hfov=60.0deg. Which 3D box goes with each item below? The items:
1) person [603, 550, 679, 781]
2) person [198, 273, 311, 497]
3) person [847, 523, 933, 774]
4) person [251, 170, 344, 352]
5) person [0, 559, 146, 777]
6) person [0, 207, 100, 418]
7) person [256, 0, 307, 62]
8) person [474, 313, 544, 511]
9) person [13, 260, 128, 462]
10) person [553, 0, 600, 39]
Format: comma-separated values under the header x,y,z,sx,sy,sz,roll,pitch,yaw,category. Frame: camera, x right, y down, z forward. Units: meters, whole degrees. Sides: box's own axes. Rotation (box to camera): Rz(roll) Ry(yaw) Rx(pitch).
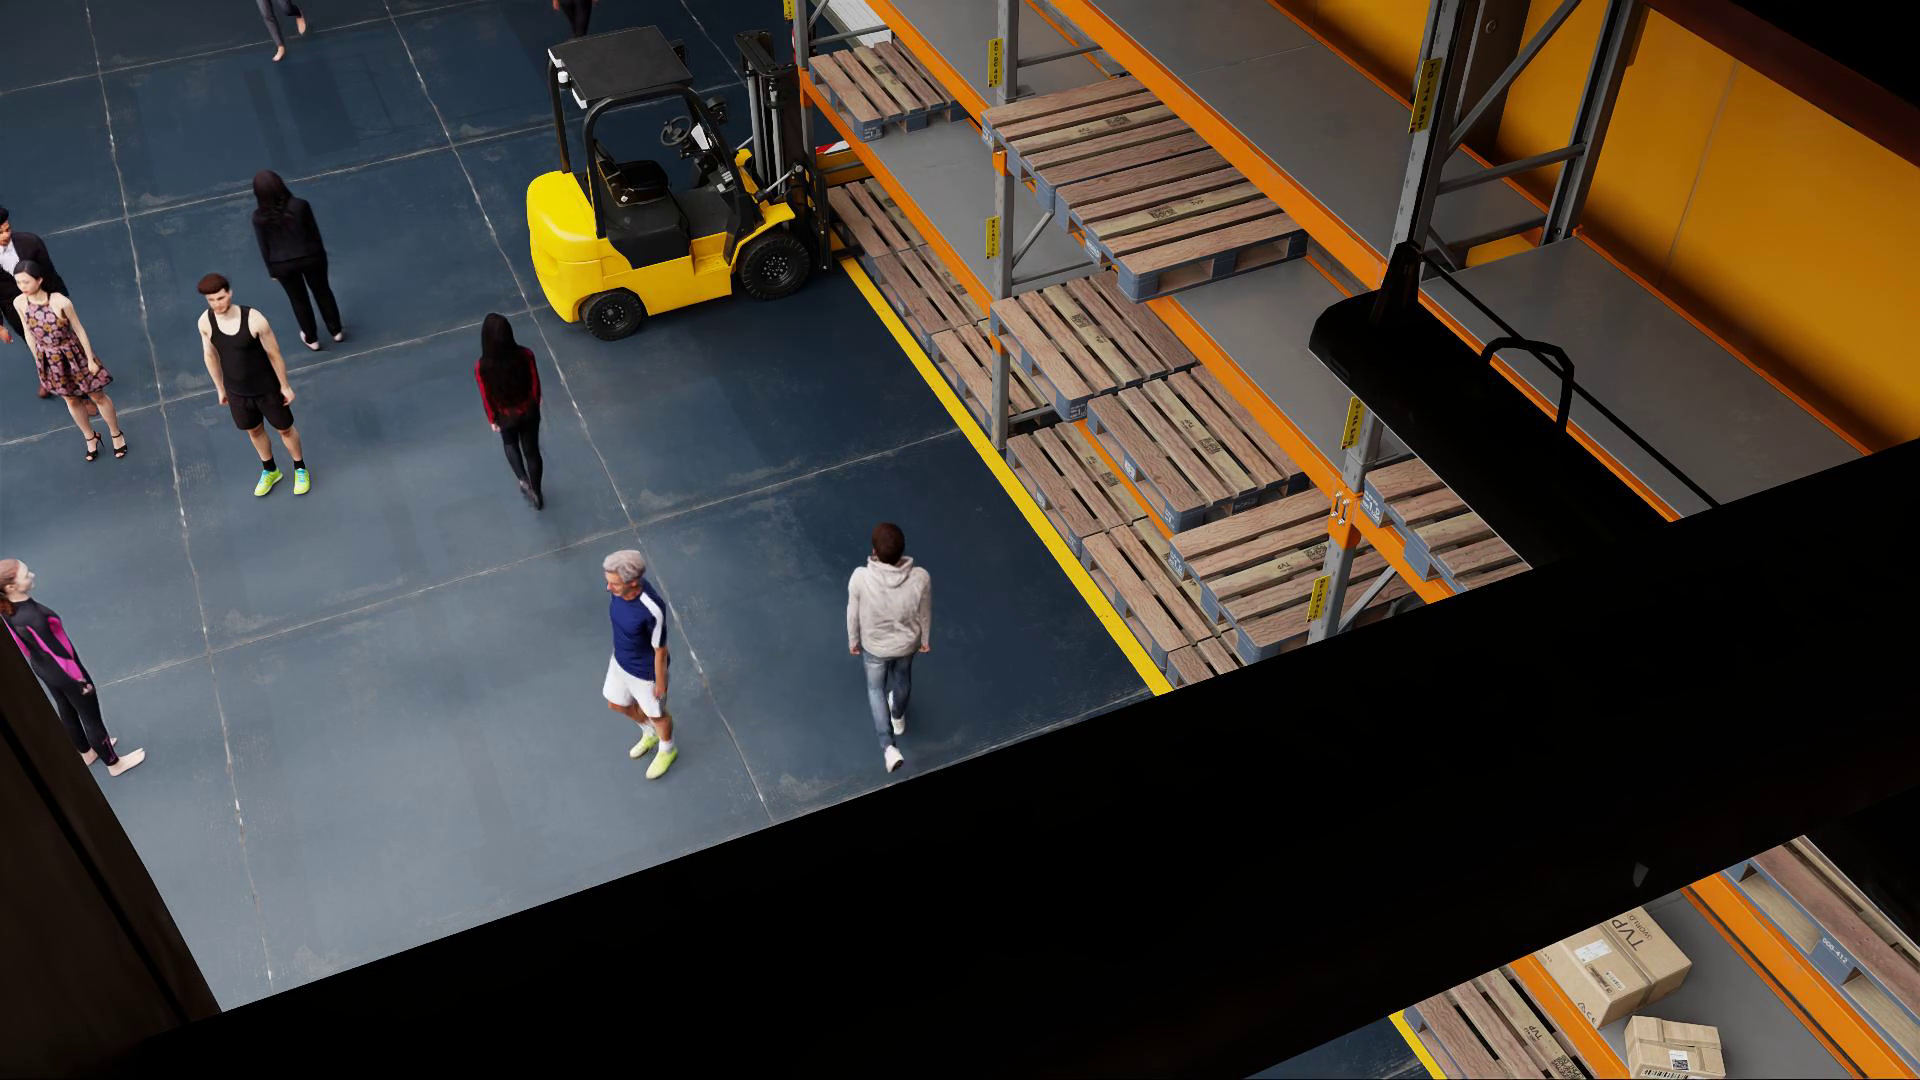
x,y,z,sx,sy,sz,roll,pitch,yaw,category
-1.897,0.695,10.136,0.695,1.822,0.823,28,50,26,person
-5.102,-1.127,11.998,0.769,1.891,0.720,-2,44,-2,person
-0.416,0.682,10.142,0.855,1.832,1.135,-6,44,-7,person
-5.317,-2.243,13.371,0.658,1.613,0.638,-22,48,-22,person
-5.481,0.782,10.098,0.627,1.748,0.714,22,48,21,person
-7.139,-1.805,12.751,0.765,1.835,0.947,-19,47,-19,person
-7.099,-5.861,17.068,0.825,1.753,0.999,-1,44,-1,person
-3.145,-0.870,11.907,0.576,1.645,0.548,-18,46,-18,person
-6.582,-1.308,12.274,0.766,1.773,0.791,-3,44,-3,person
-3.845,-5.329,16.535,0.930,1.717,1.162,2,44,2,person
